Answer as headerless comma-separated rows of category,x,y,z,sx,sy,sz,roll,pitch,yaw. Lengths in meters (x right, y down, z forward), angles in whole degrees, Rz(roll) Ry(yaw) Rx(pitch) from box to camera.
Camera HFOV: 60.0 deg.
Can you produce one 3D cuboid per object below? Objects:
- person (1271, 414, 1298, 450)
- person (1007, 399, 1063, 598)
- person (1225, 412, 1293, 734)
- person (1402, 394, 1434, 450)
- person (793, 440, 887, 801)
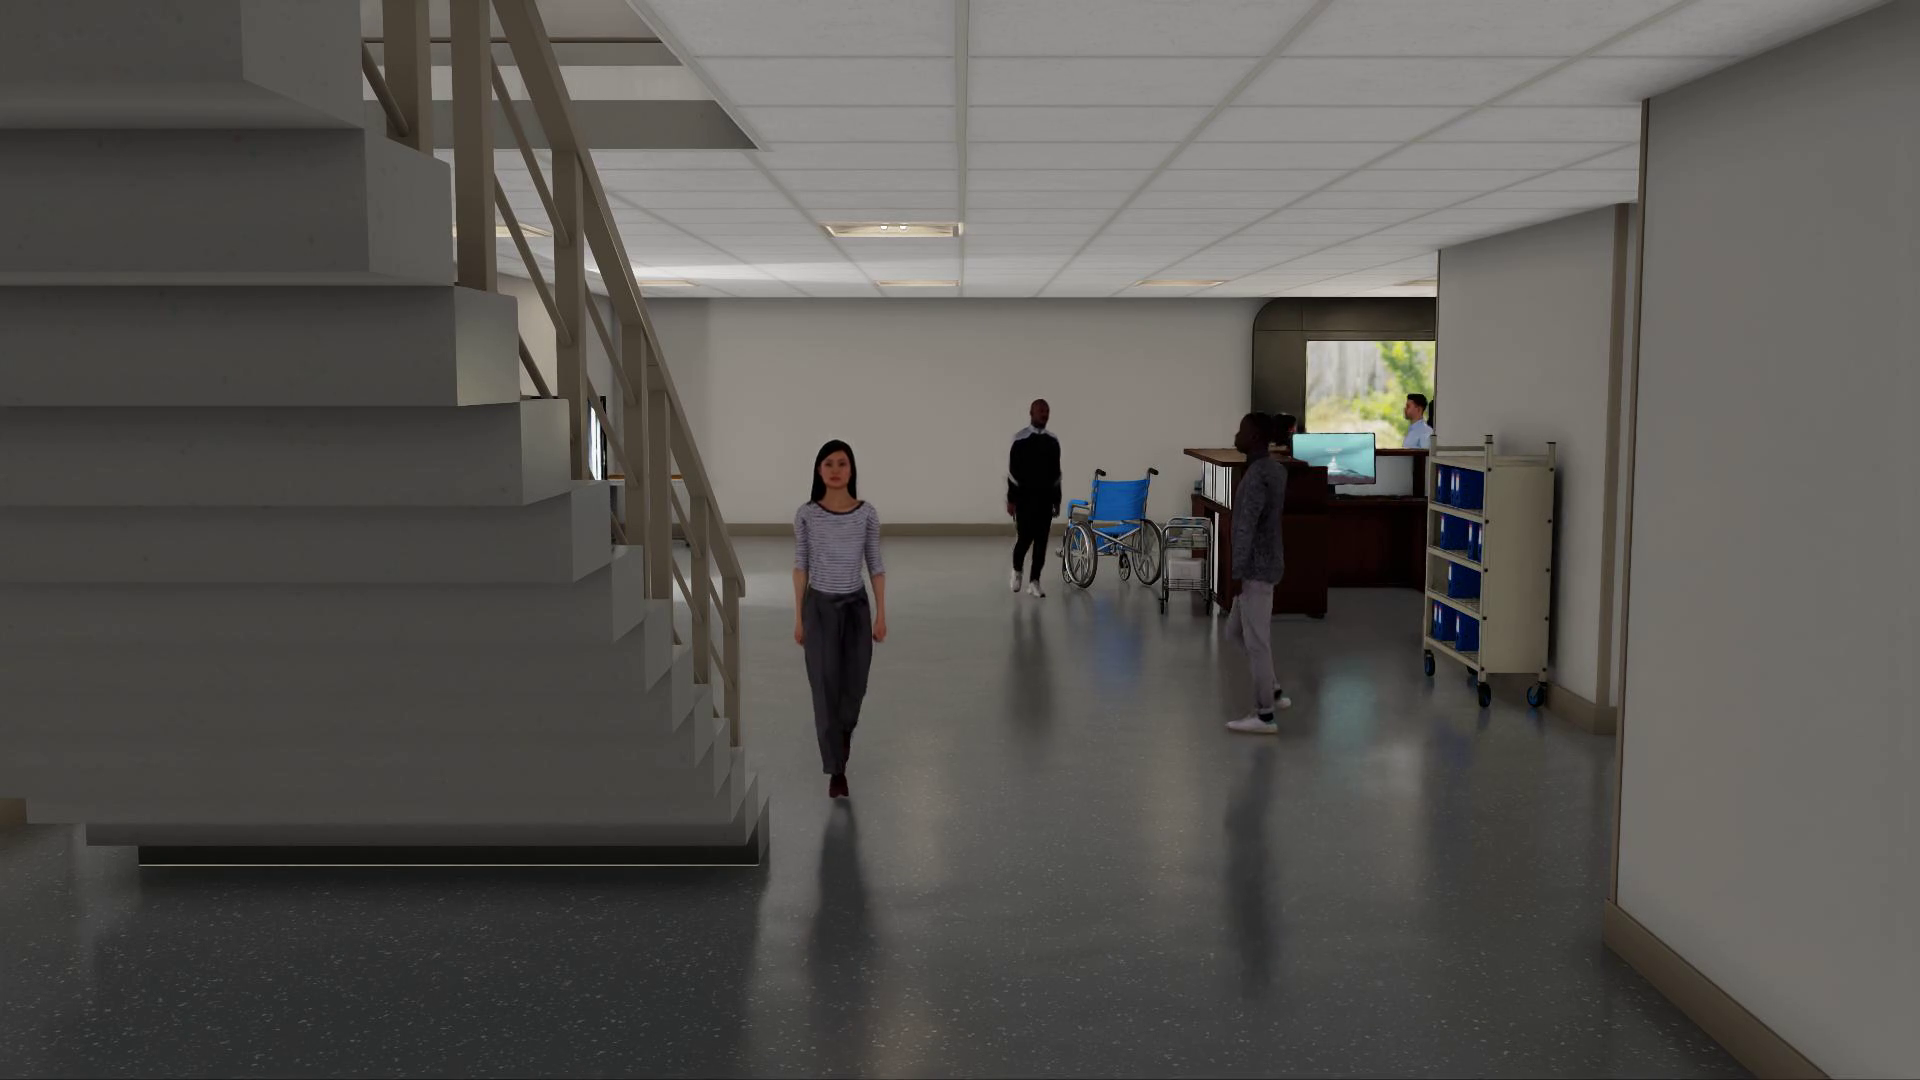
person,3.453,-0.558,18.000,0.744,1.612,0.609,-1,6,-12
person,0.651,-0.396,15.381,0.794,1.814,0.825,-2,6,-17
person,1.781,0.196,9.442,0.819,1.825,0.670,2,6,18
person,4.714,-0.552,16.911,0.696,1.819,0.940,0,6,1
person,-0.597,0.382,8.185,0.677,1.707,1.104,-1,6,-6
